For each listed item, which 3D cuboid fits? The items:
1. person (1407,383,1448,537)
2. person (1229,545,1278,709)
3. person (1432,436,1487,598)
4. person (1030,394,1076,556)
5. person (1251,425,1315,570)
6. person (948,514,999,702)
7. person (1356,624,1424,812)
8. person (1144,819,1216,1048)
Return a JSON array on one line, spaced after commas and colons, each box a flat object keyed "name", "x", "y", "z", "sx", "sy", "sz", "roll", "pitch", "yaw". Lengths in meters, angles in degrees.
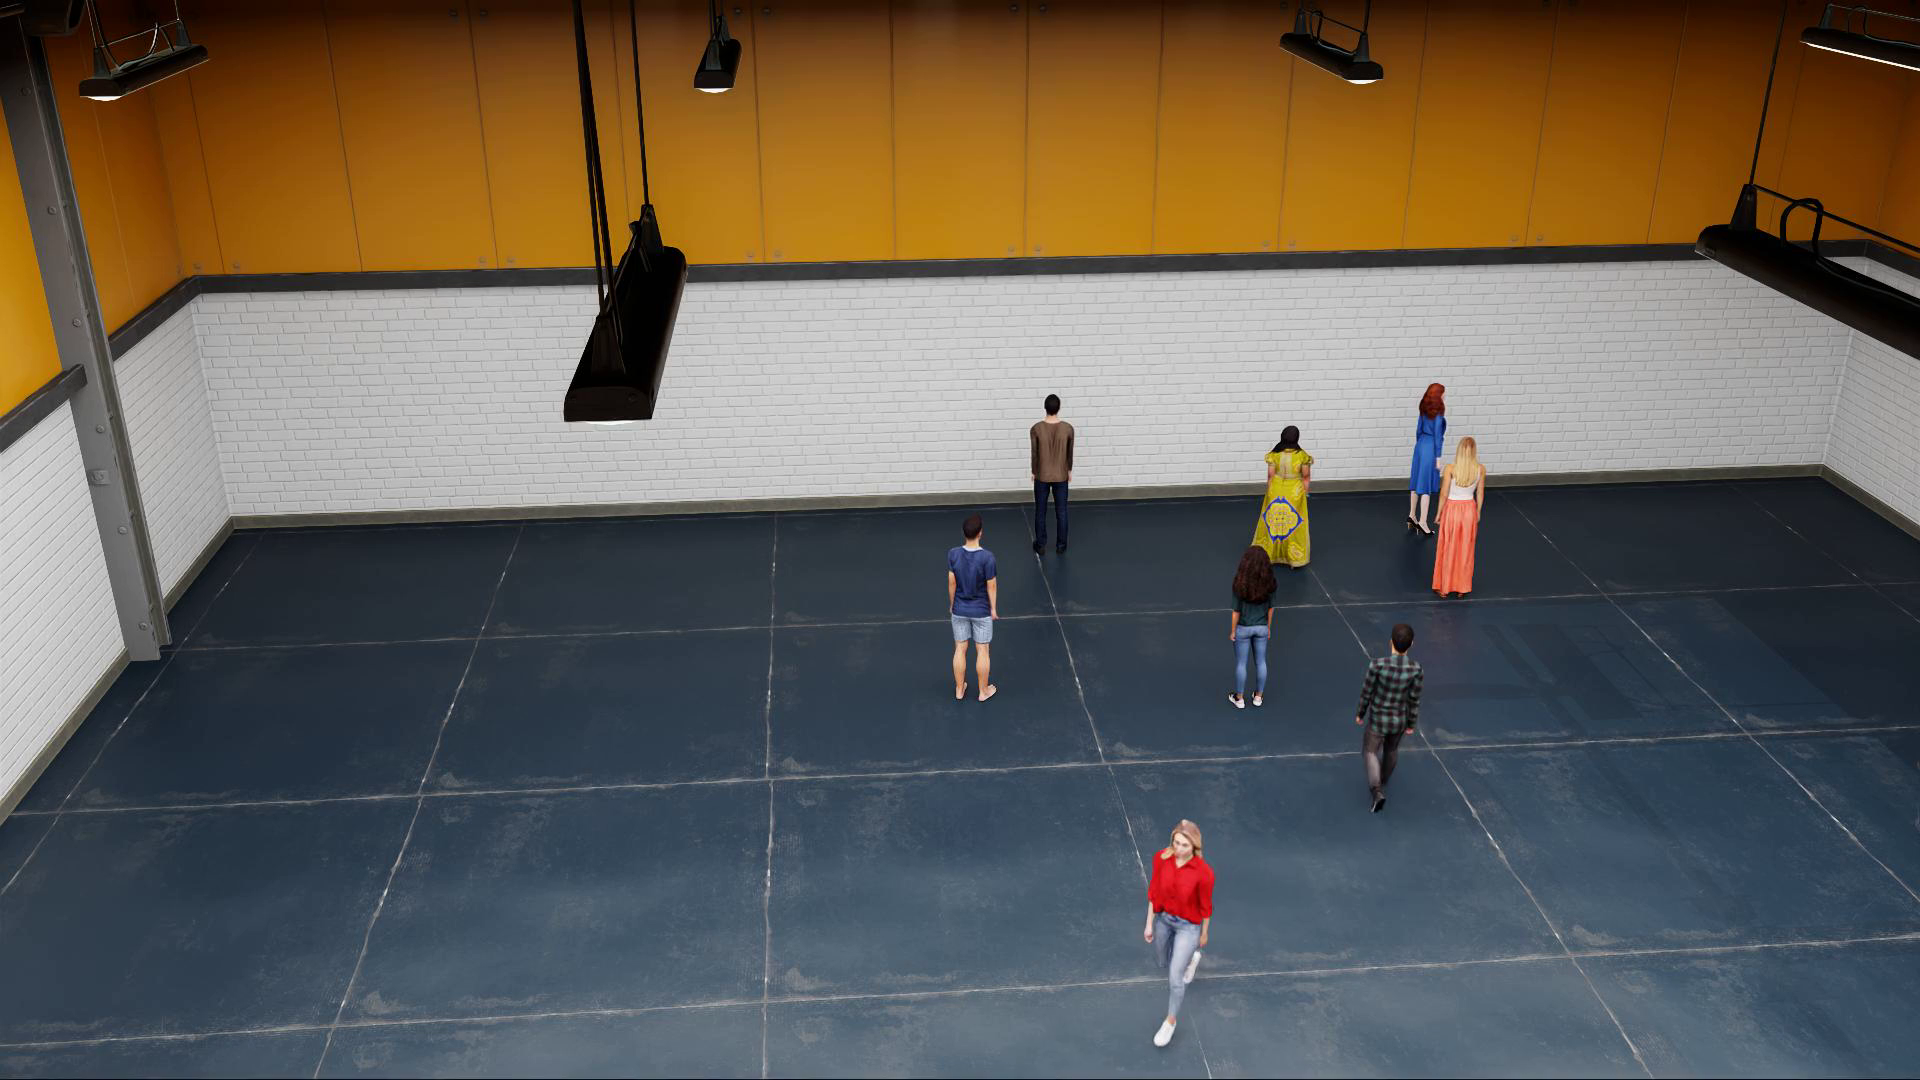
[{"name": "person", "x": 5.411, "y": -0.945, "z": 19.292, "sx": 0.702, "sy": 1.828, "sz": 0.557, "roll": -6, "pitch": 24, "yaw": -13}, {"name": "person", "x": 2.722, "y": 0.808, "z": 15.545, "sx": 0.580, "sy": 1.616, "sz": 0.564, "roll": -2, "pitch": 24, "yaw": -6}, {"name": "person", "x": 5.316, "y": -0.248, "z": 17.730, "sx": 0.658, "sy": 1.802, "sz": 0.609, "roll": 1, "pitch": 24, "yaw": 2}, {"name": "person", "x": 1.032, "y": -0.740, "z": 18.745, "sx": 0.644, "sy": 1.889, "sz": 0.562, "roll": -1, "pitch": 24, "yaw": -3}, {"name": "person", "x": 3.621, "y": -0.486, "z": 18.450, "sx": 0.966, "sy": 1.660, "sz": 0.937, "roll": 7, "pitch": 25, "yaw": 15}, {"name": "person", "x": 0.111, "y": 0.642, "z": 15.637, "sx": 0.690, "sy": 1.846, "sz": 0.663, "roll": 6, "pitch": 24, "yaw": 14}, {"name": "person", "x": 3.620, "y": 1.524, "z": 14.121, "sx": 0.713, "sy": 1.696, "sz": 0.965, "roll": 0, "pitch": 24, "yaw": 1}, {"name": "person", "x": 1.514, "y": 2.598, "z": 11.361, "sx": 0.954, "sy": 1.688, "sz": 1.061, "roll": 14, "pitch": 27, "yaw": 29}]
